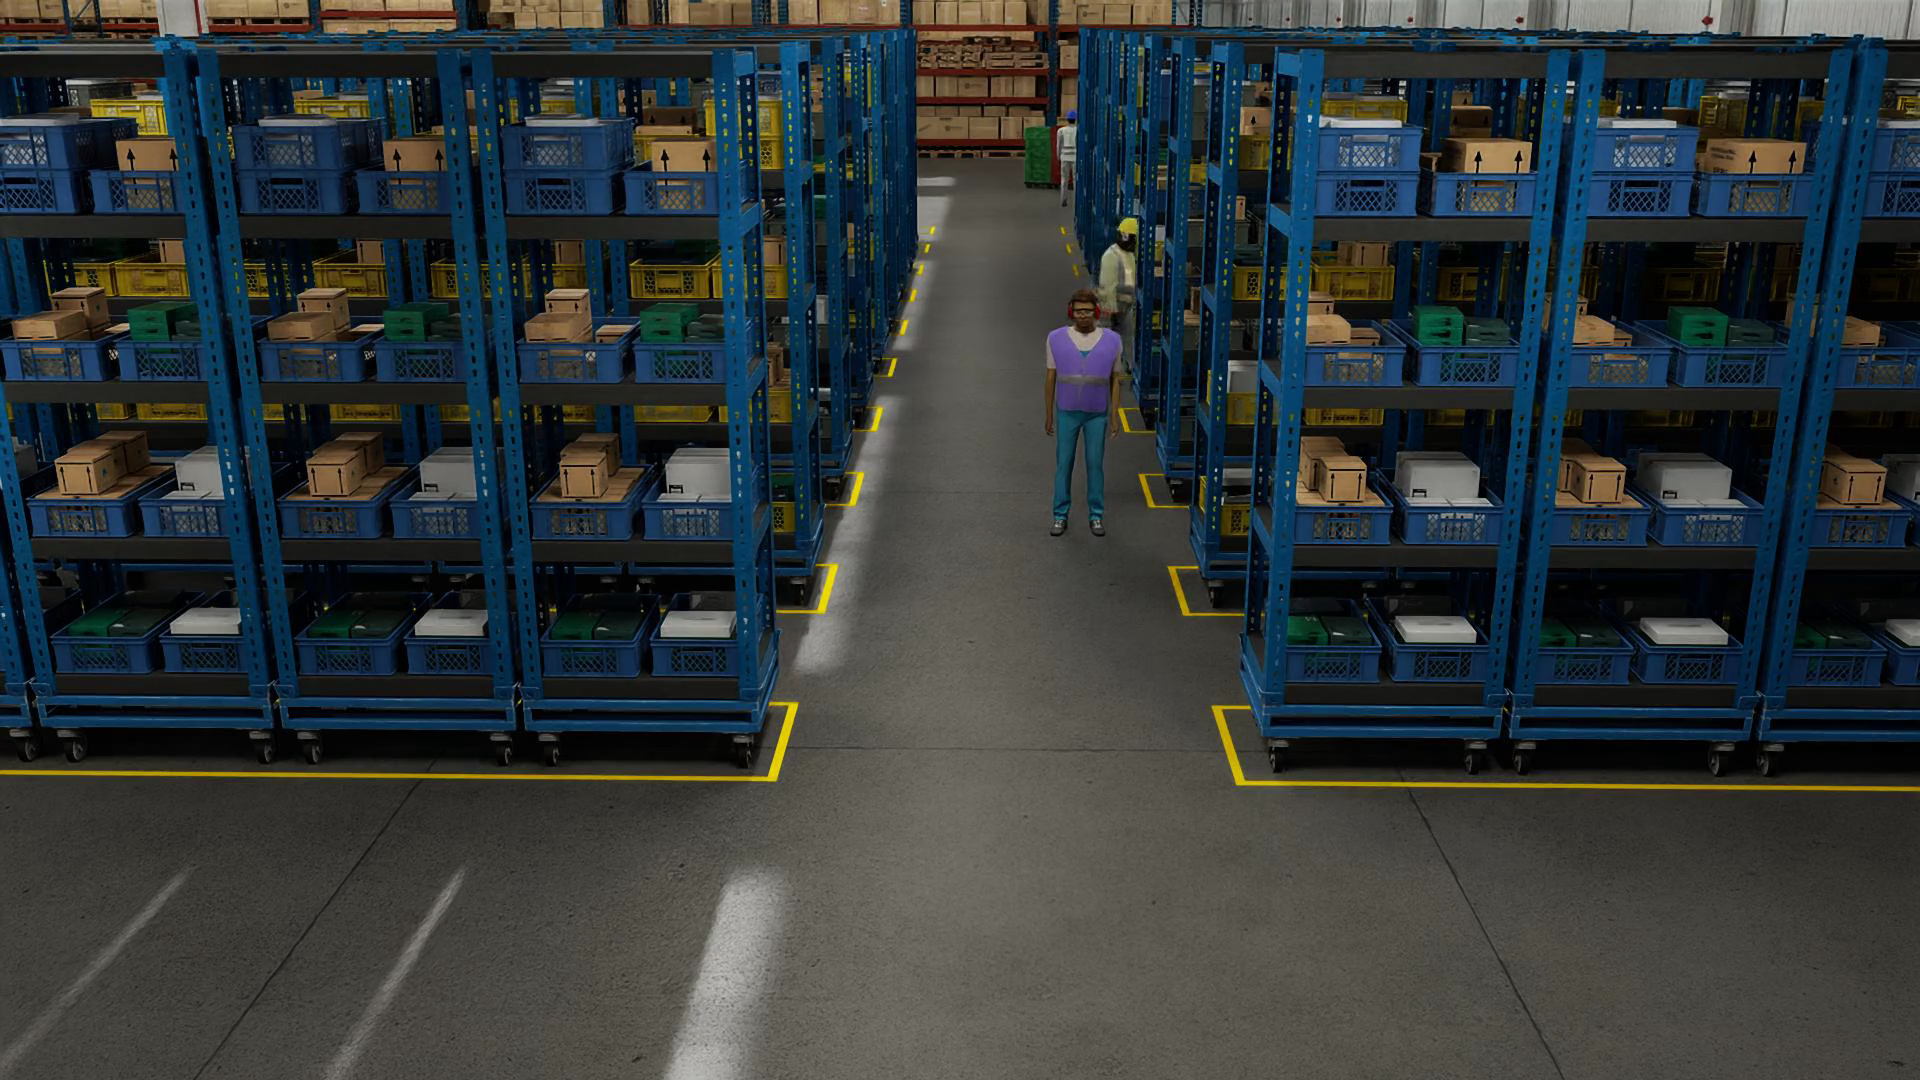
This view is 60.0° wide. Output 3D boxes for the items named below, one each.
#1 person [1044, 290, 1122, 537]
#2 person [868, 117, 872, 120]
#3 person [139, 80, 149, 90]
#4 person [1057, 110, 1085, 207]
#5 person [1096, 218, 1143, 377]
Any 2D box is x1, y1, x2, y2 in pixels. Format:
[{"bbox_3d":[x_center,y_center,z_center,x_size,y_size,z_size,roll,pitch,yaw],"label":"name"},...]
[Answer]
[{"bbox_3d":[0.907,-0.942,12.337,0.567,1.845,0.386,1,17,2],"label":"person"},{"bbox_3d":[-1.761,-7.203,32.069,0.649,1.978,0.443,-2,18,-7],"label":"person"},{"bbox_3d":[-26.027,-13.771,53.236,0.429,1.843,0.633,4,18,12],"label":"person"},{"bbox_3d":[2.274,-7.788,33.993,0.602,1.948,0.387,5,18,17],"label":"person"},{"bbox_3d":[1.675,-2.381,17.028,0.913,1.772,0.661,12,21,33],"label":"person"}]
